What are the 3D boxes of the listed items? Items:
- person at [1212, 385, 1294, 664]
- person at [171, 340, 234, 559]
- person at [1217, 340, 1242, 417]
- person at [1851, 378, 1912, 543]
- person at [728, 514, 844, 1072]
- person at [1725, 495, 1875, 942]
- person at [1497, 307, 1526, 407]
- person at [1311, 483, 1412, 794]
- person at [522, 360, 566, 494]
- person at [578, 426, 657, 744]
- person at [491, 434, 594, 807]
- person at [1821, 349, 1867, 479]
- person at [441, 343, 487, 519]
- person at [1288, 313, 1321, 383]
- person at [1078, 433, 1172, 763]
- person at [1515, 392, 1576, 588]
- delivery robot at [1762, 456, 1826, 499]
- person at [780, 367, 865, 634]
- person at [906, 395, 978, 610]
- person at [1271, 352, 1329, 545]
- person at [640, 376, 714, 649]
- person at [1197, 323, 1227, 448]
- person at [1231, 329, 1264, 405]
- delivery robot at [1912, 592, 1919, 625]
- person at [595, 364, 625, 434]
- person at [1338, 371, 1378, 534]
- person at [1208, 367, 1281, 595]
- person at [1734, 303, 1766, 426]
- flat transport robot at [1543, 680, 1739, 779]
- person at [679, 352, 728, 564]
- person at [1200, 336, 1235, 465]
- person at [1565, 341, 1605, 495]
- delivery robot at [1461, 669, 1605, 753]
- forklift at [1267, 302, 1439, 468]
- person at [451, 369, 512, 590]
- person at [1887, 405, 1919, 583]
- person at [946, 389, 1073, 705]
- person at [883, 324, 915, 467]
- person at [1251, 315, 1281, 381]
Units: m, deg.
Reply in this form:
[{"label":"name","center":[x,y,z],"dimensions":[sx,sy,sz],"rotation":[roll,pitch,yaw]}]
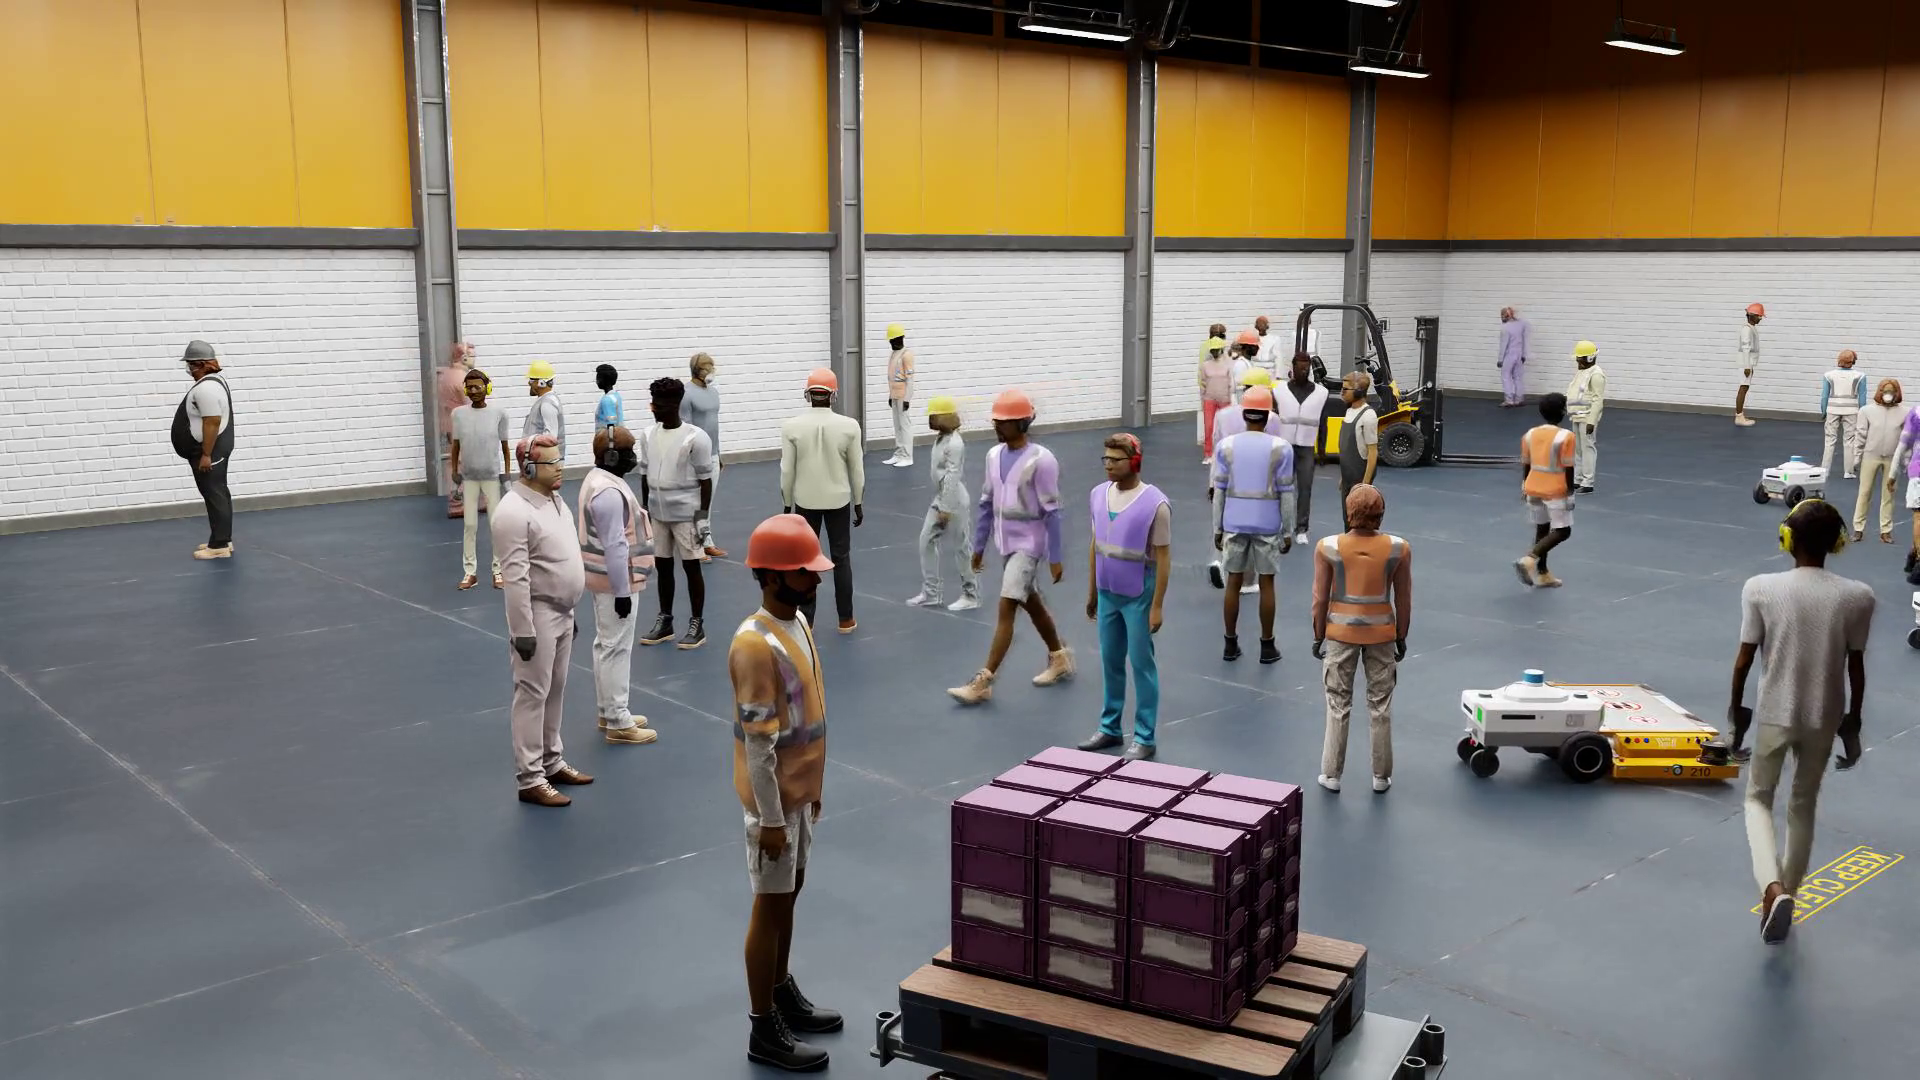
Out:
[{"label":"person","center":[2.027,-0.106,11.536],"dimensions":[0.554,1.931,0.396],"rotation":[3,10,19]},{"label":"person","center":[-7.078,-0.850,15.563],"dimensions":[0.539,2.000,0.689],"rotation":[-3,10,-16]},{"label":"person","center":[3.931,-2.069,23.910],"dimensions":[0.348,1.613,0.523],"rotation":[-6,11,-32]},{"label":"person","center":[9.059,-0.780,16.343],"dimensions":[0.507,1.631,0.270],"rotation":[4,10,22]},{"label":"person","center":[-0.601,0.866,5.816],"dimensions":[0.357,1.938,0.545],"rotation":[1,10,7]},{"label":"person","center":[3.415,0.747,6.770],"dimensions":[0.523,1.853,0.638],"rotation":[3,10,17]},{"label":"person","center":[10.316,-3.416,31.102],"dimensions":[0.790,1.875,0.399],"rotation":[-8,13,-40]},{"label":"person","center":[2.092,0.522,8.698],"dimensions":[0.514,1.641,0.309],"rotation":[1,10,5]},{"label":"person","center":[-3.960,-0.795,15.849],"dimensions":[0.404,1.833,0.590],"rotation":[-3,10,-16]},{"label":"person","center":[-1.987,0.256,9.671],"dimensions":[0.429,1.844,0.627],"rotation":[-3,10,-18]},{"label":"person","center":[-2.142,0.403,8.618],"dimensions":[0.409,1.908,0.641],"rotation":[1,10,7]},{"label":"person","center":[11.166,-1.586,21.041],"dimensions":[0.514,1.641,0.309],"rotation":[7,12,36]},{"label":"person","center":[-5.203,-1.179,17.917],"dimensions":[0.737,1.885,0.678],"rotation":[-6,11,-32]},{"label":"person","center":[5.815,-2.914,28.098],"dimensions":[0.573,1.887,0.356],"rotation":[-3,10,-17]},{"label":"person","center":[0.945,0.313,9.323],"dimensions":[0.372,1.843,0.570],"rotation":[-8,13,-40]},{"label":"person","center":[4.901,-0.401,13.952],"dimensions":[0.542,1.685,0.546],"rotation":[-5,11,-25]},{"label":"delivery robot","center":[9.427,-0.706,18.790],"dimensions":[0.707,0.478,0.477],"rotation":[-5,11,-25]},{"label":"person","center":[-1.022,-0.288,12.406],"dimensions":[0.623,1.992,0.392],"rotation":[-1,10,-4]},{"label":"person","center":[-0.147,-0.284,13.174],"dimensions":[0.669,1.713,0.507],"rotation":[-3,10,-19]},{"label":"person","center":[3.352,-0.937,16.580],"dimensions":[0.601,1.881,0.972],"rotation":[1,10,7]},{"label":"person","center":[-2.050,-0.197,11.959],"dimensions":[0.609,1.963,0.369],"rotation":[5,11,28]},{"label":"person","center":[3.729,-2.276,24.549],"dimensions":[0.436,1.832,0.628],"rotation":[-2,10,-9]},{"label":"person","center":[3.464,-1.570,20.086],"dimensions":[0.368,1.934,0.553],"rotation":[3,10,16]},{"label":"delivery robot","center":[7.138,0.500,11.728],"dimensions":[0.707,0.478,0.477],"rotation":[2,10,11]},{"label":"person","center":[-3.659,-0.994,17.408],"dimensions":[0.316,1.696,0.541],"rotation":[-1,10,-4]},{"label":"person","center":[3.370,-0.516,14.182],"dimensions":[0.329,1.842,0.516],"rotation":[-2,10,-9]},{"label":"person","center":[2.356,-0.483,13.808],"dimensions":[0.636,1.900,0.584],"rotation":[8,12,38]},{"label":"person","center":[13.137,-2.917,27.674],"dimensions":[0.387,2.038,0.605],"rotation":[5,11,28]},{"label":"flat transport robot","center":[3.827,1.063,9.536],"dimensions":[0.652,0.197,1.431],"rotation":[0,10,1]},{"label":"person","center":[-2.384,-0.760,15.340],"dimensions":[0.373,1.939,0.628],"rotation":[4,10,22]},{"label":"person","center":[3.532,-1.915,22.669],"dimensions":[0.527,1.740,0.730],"rotation":[4,10,22]},{"label":"person","center":[7.380,-1.445,19.685],"dimensions":[0.403,1.823,0.588],"rotation":[0,10,0]},{"label":"delivery robot","center":[3.120,0.952,9.083],"dimensions":[0.707,0.478,0.477],"rotation":[0,10,1]},{"label":"forklift","center":[5.320,-2.157,22.763],"dimensions":[2.313,2.155,1.214],"rotation":[3,10,16]},{"label":"person","center":[-4.045,-0.509,14.064],"dimensions":[0.521,1.873,0.328],"rotation":[-1,10,-6]},{"label":"person","center":[8.451,-0.564,14.450],"dimensions":[0.629,1.859,1.026],"rotation":[4,11,23]},{"label":"person","center":[0.360,0.025,10.612],"dimensions":[1.077,1.987,0.637],"rotation":[-7,12,-35]},{"label":"person","center":[-0.818,-1.939,22.294],"dimensions":[0.386,1.918,0.585],"rotation":[-4,11,-25]},{"label":"person","center":[4.881,-2.683,26.794],"dimensions":[0.574,1.869,0.663],"rotation":[3,10,17]}]
